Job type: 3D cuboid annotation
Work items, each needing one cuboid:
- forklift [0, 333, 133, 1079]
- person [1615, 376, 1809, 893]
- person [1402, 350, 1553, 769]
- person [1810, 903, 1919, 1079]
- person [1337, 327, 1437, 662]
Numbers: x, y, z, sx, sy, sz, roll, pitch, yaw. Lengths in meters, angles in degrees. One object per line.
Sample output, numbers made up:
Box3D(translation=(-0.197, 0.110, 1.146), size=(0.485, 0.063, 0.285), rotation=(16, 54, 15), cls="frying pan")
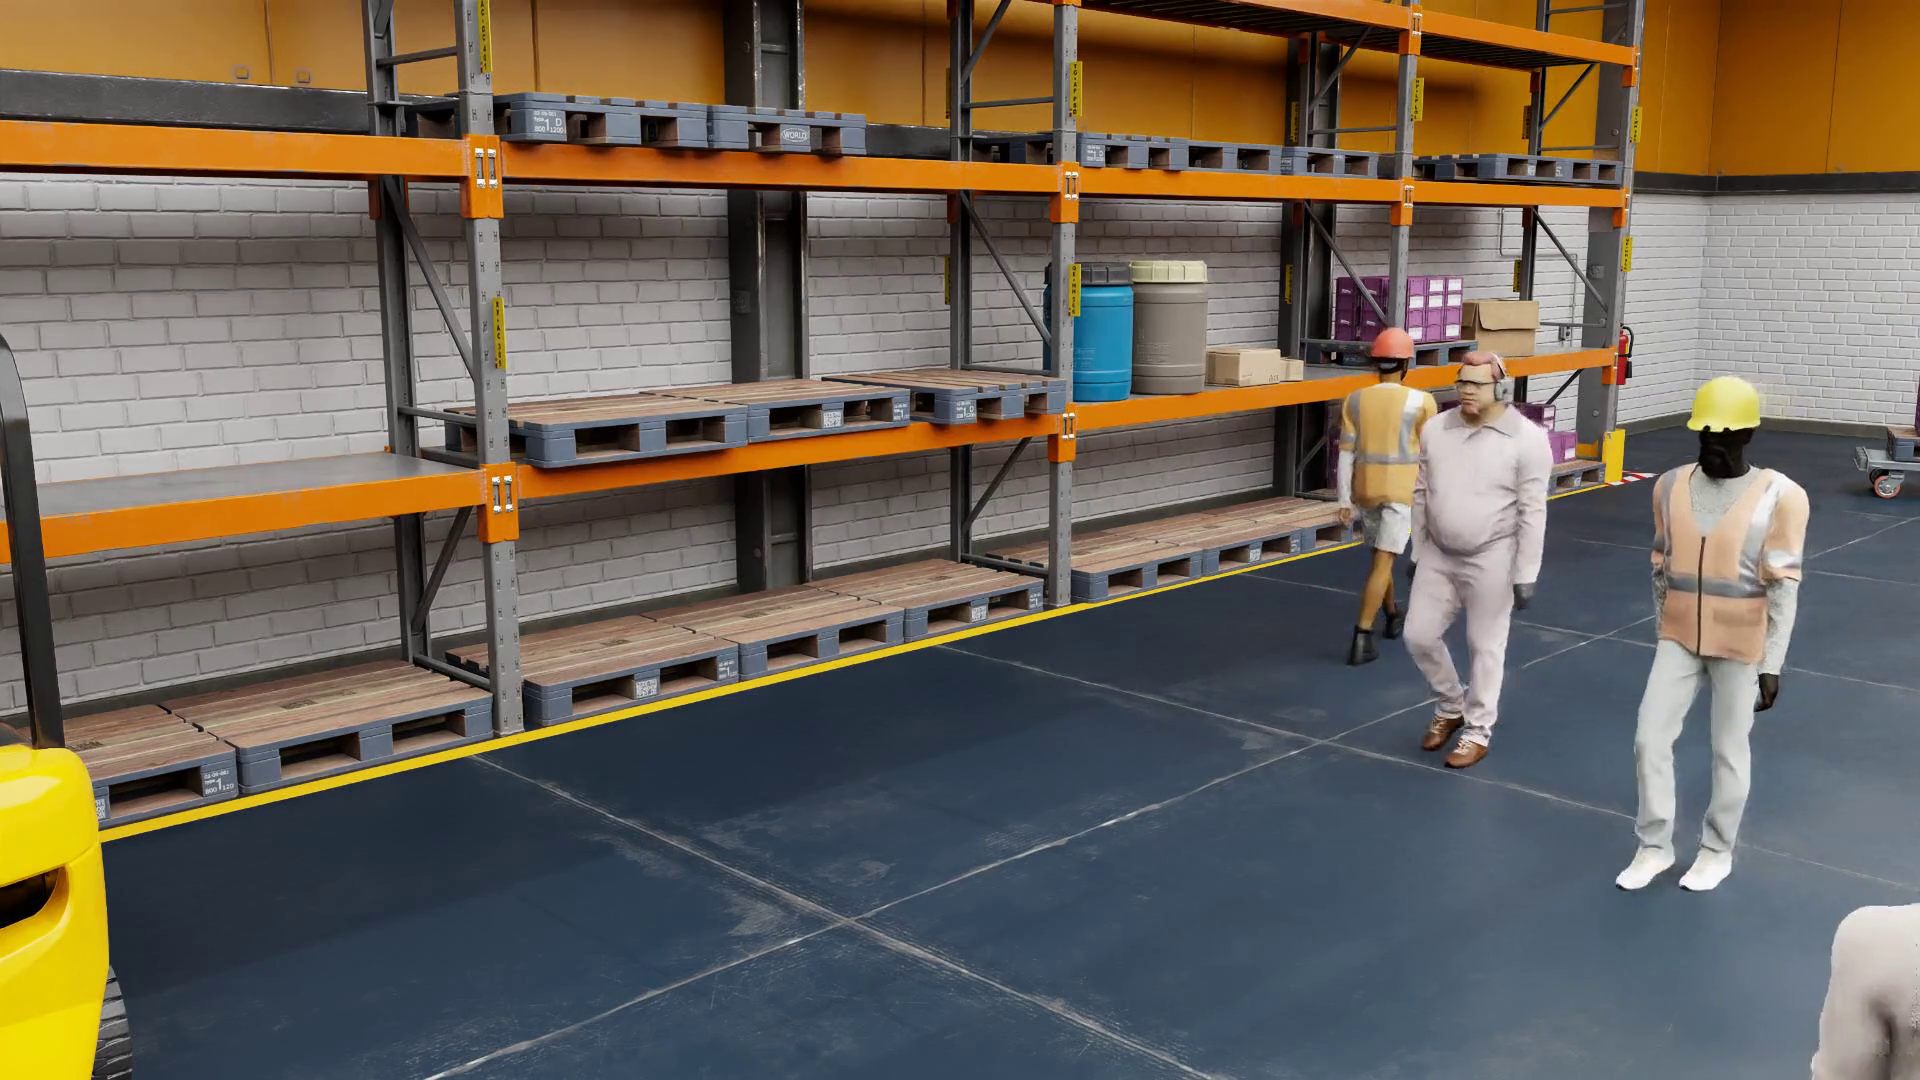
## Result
Box3D(translation=(-3.289, 0.485, 4.582), size=(1.214, 2.155, 2.313), rotation=(-10, 14, -44), cls="forklift")
Box3D(translation=(2.679, 0.373, 5.970), size=(0.658, 1.905, 0.598), rotation=(-9, 14, -41), cls="person")
Box3D(translation=(2.301, 0.094, 7.514), size=(0.670, 1.894, 0.432), rotation=(10, 14, 44), cls="person")
Box3D(translation=(1.612, 1.136, 2.656), size=(0.537, 1.599, 0.705), rotation=(7, 12, 32), cls="person")
Box3D(translation=(2.474, -0.276, 9.593), size=(0.544, 1.884, 1.016), rotation=(8, 13, 37), cls="person")
